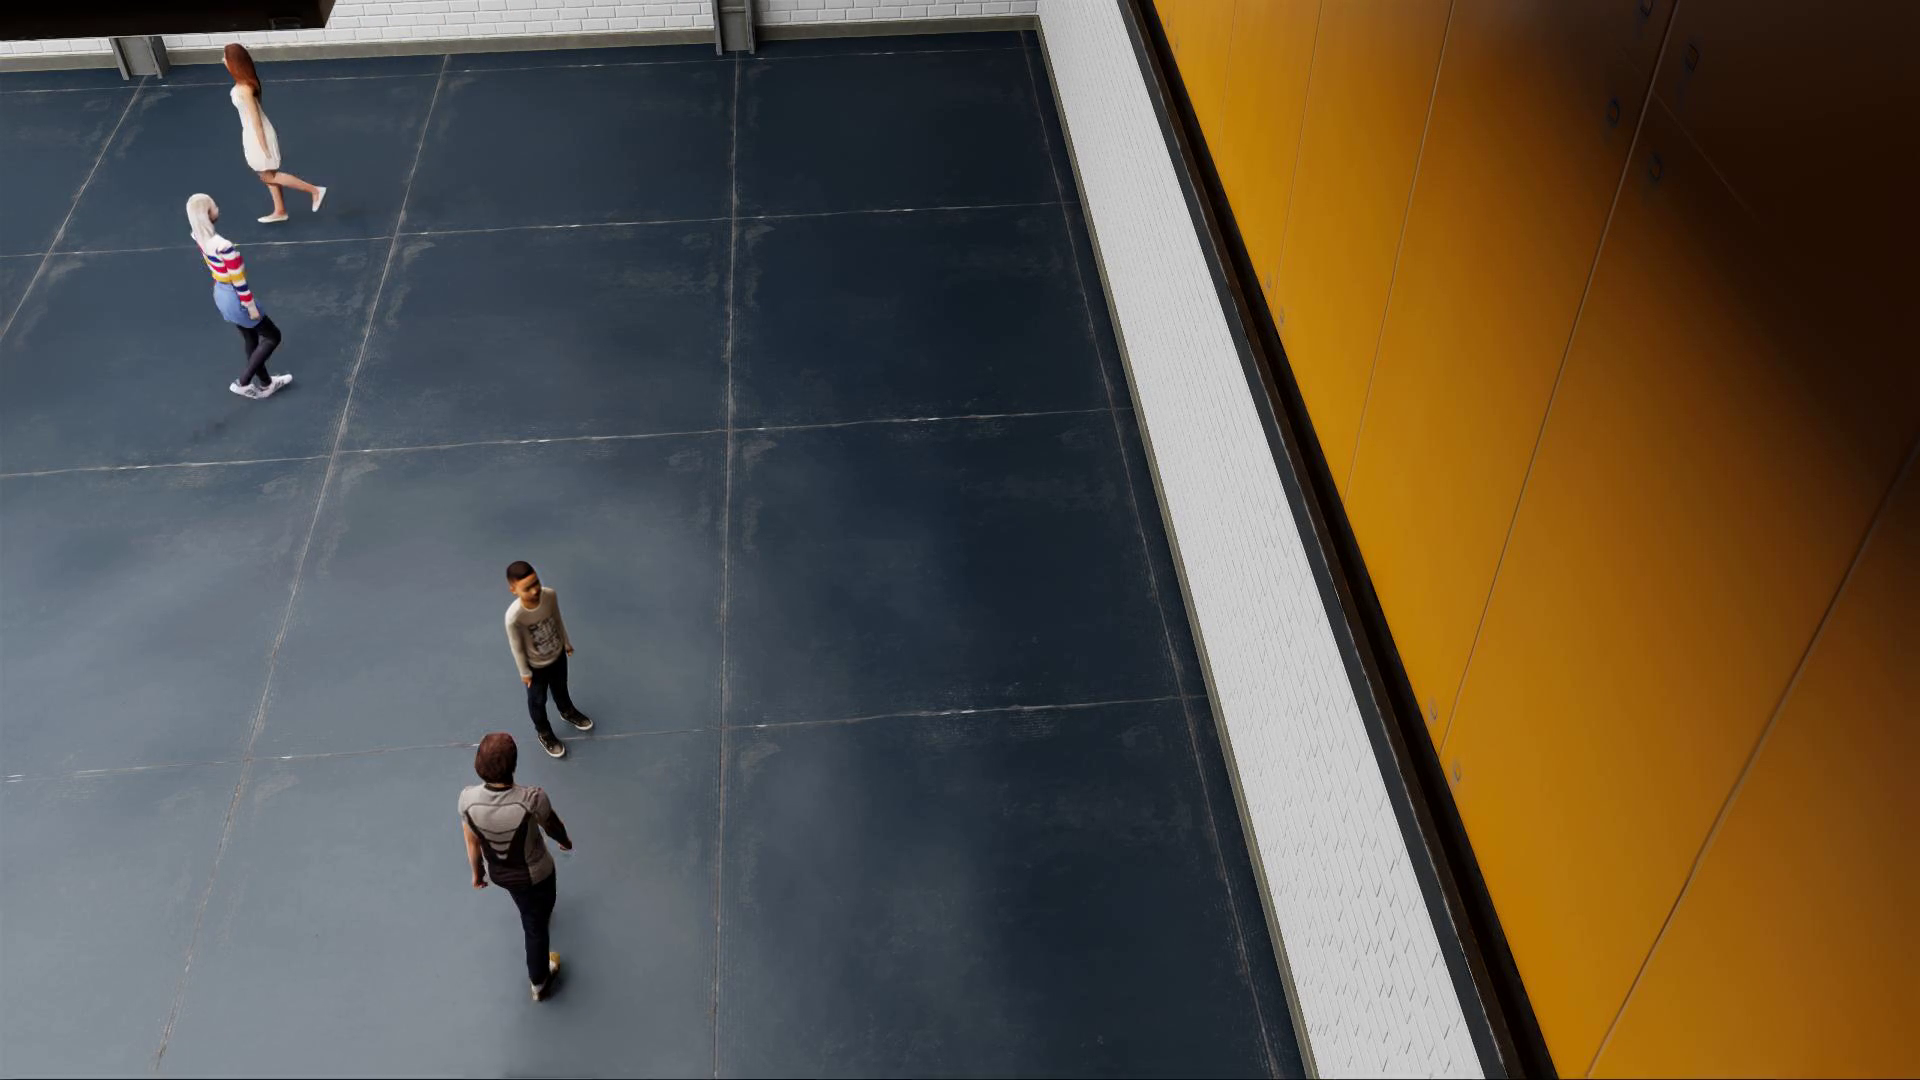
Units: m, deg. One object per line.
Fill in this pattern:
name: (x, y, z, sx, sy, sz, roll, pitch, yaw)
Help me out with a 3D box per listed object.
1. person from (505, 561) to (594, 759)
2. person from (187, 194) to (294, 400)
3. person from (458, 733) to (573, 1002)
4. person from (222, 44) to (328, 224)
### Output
person: (-2.566, 0.694, 10.193, 0.674, 1.465, 0.628, 26, 49, 24)
person: (-5.525, -1.780, 12.545, 0.851, 1.802, 0.911, 33, 53, 30)
person: (-2.337, 1.796, 8.747, 0.916, 1.864, 0.822, 3, 44, 3)
person: (-5.985, -3.512, 14.439, 0.923, 1.698, 0.654, -11, 45, -11)
